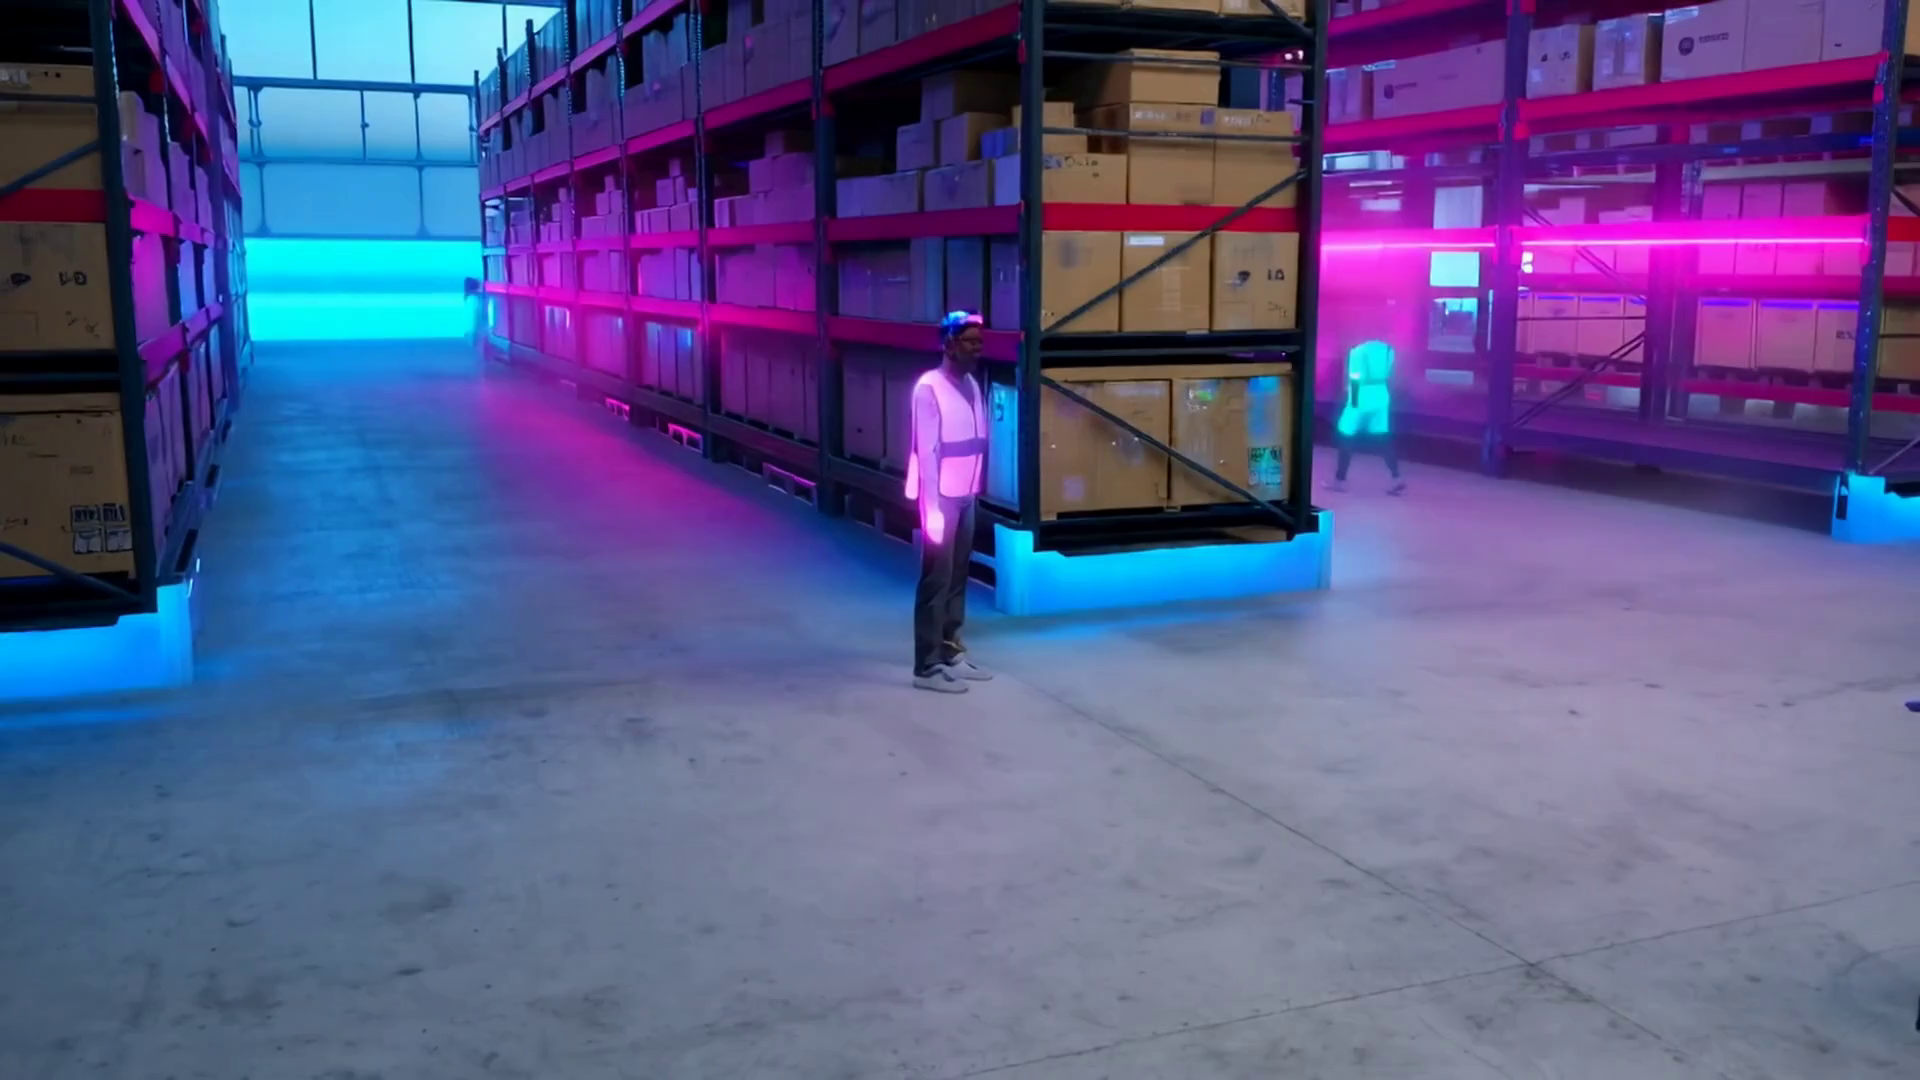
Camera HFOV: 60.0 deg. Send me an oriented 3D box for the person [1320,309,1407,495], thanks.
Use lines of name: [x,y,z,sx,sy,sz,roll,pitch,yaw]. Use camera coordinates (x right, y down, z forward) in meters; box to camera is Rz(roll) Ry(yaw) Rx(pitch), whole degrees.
person: [3.657,-1.230,14.861,0.528,1.662,0.806,-6,11,-32]

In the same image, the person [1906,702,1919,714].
person: [4.635,-0.127,7.570,0.642,1.900,0.400,-9,13,-43]

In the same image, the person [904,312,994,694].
person: [-0.061,-0.186,8.107,0.390,1.839,0.561,4,10,24]

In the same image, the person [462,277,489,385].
person: [-8.253,-3.549,28.318,0.463,1.825,0.681,1,10,9]
